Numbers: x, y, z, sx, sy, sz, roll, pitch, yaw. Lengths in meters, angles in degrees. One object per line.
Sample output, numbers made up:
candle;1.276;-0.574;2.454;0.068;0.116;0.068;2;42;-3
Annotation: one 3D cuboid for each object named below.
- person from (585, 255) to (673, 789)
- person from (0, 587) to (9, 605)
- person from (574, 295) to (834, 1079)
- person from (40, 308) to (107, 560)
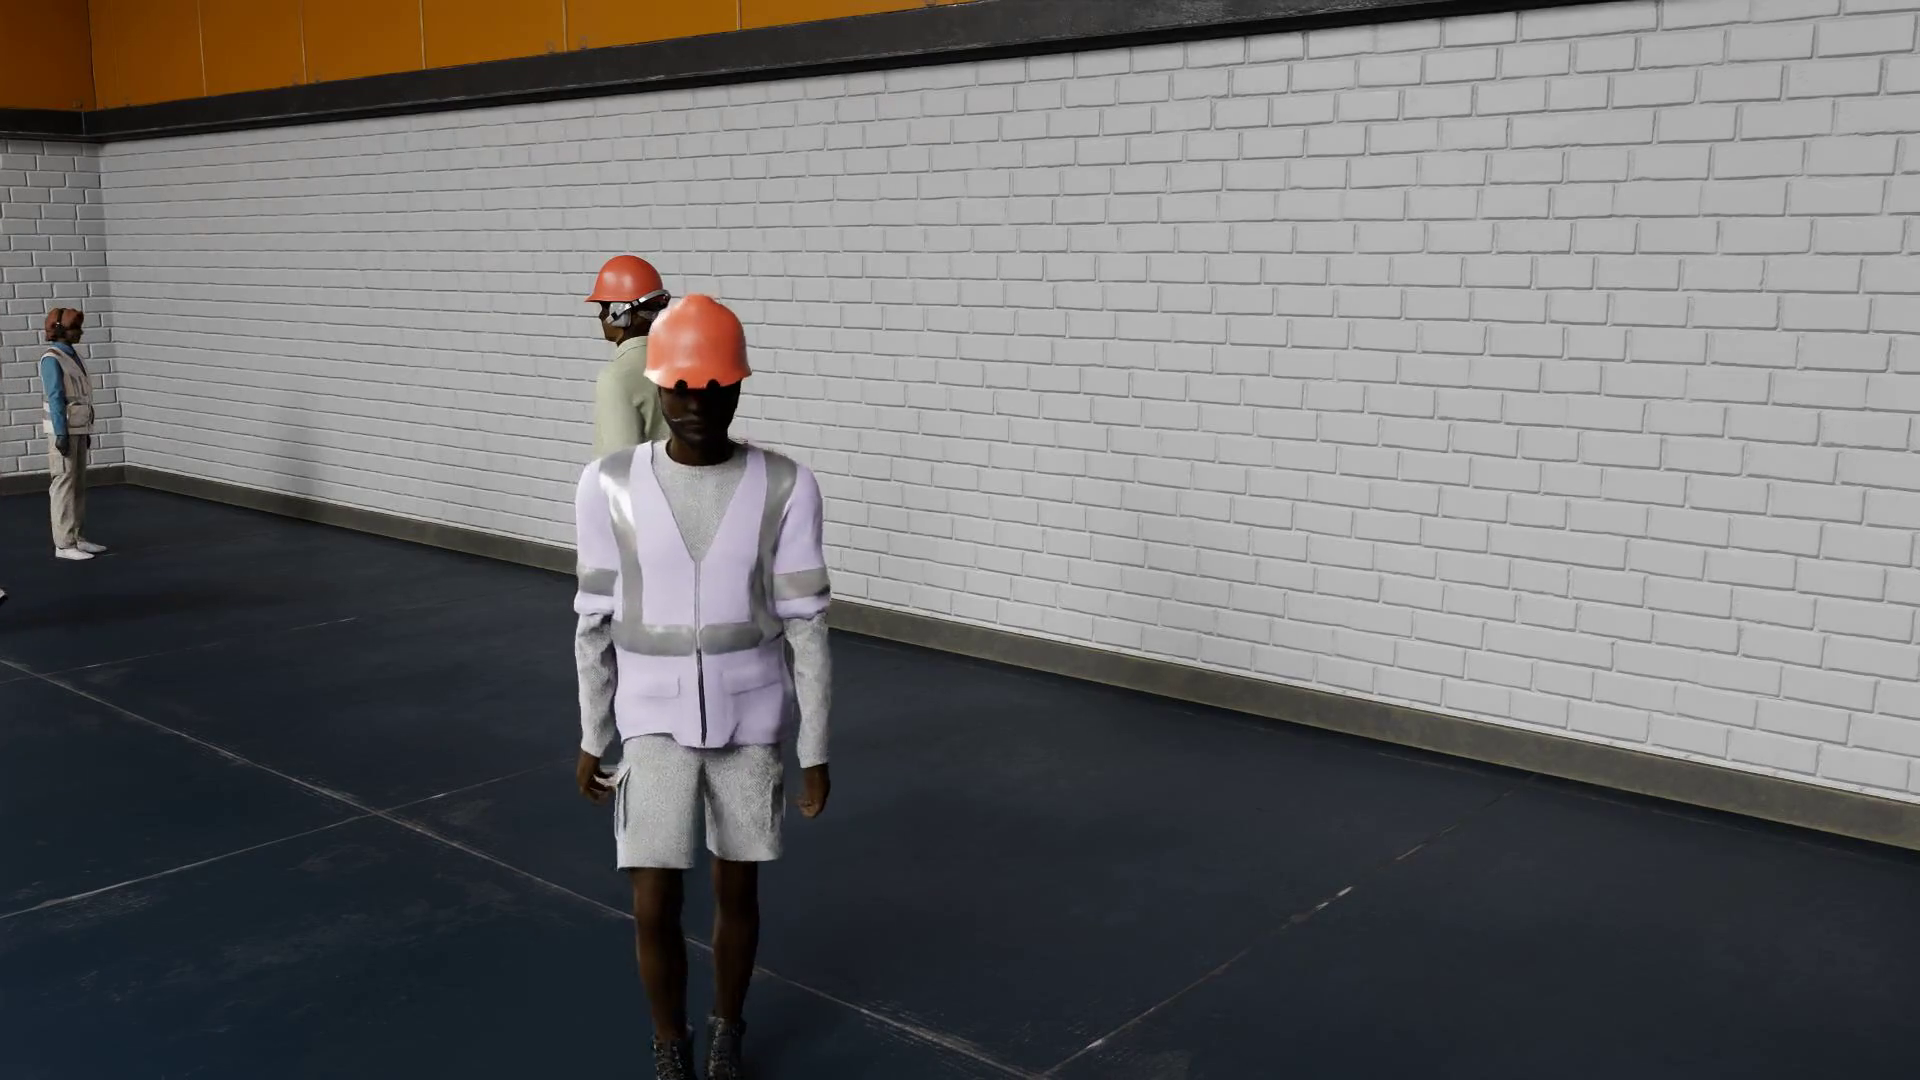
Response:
person;-1.205;-0.062;6.266;0.381;1.994;0.619;2;10;13
person;-5.262;-0.406;8.536;0.420;1.885;0.673;-4;11;-20
person;-0.563;0.431;3.668;0.581;1.917;0.608;-1;10;-8
person;-5.817;-0.692;10.870;0.310;1.636;0.523;-2;10;-12
